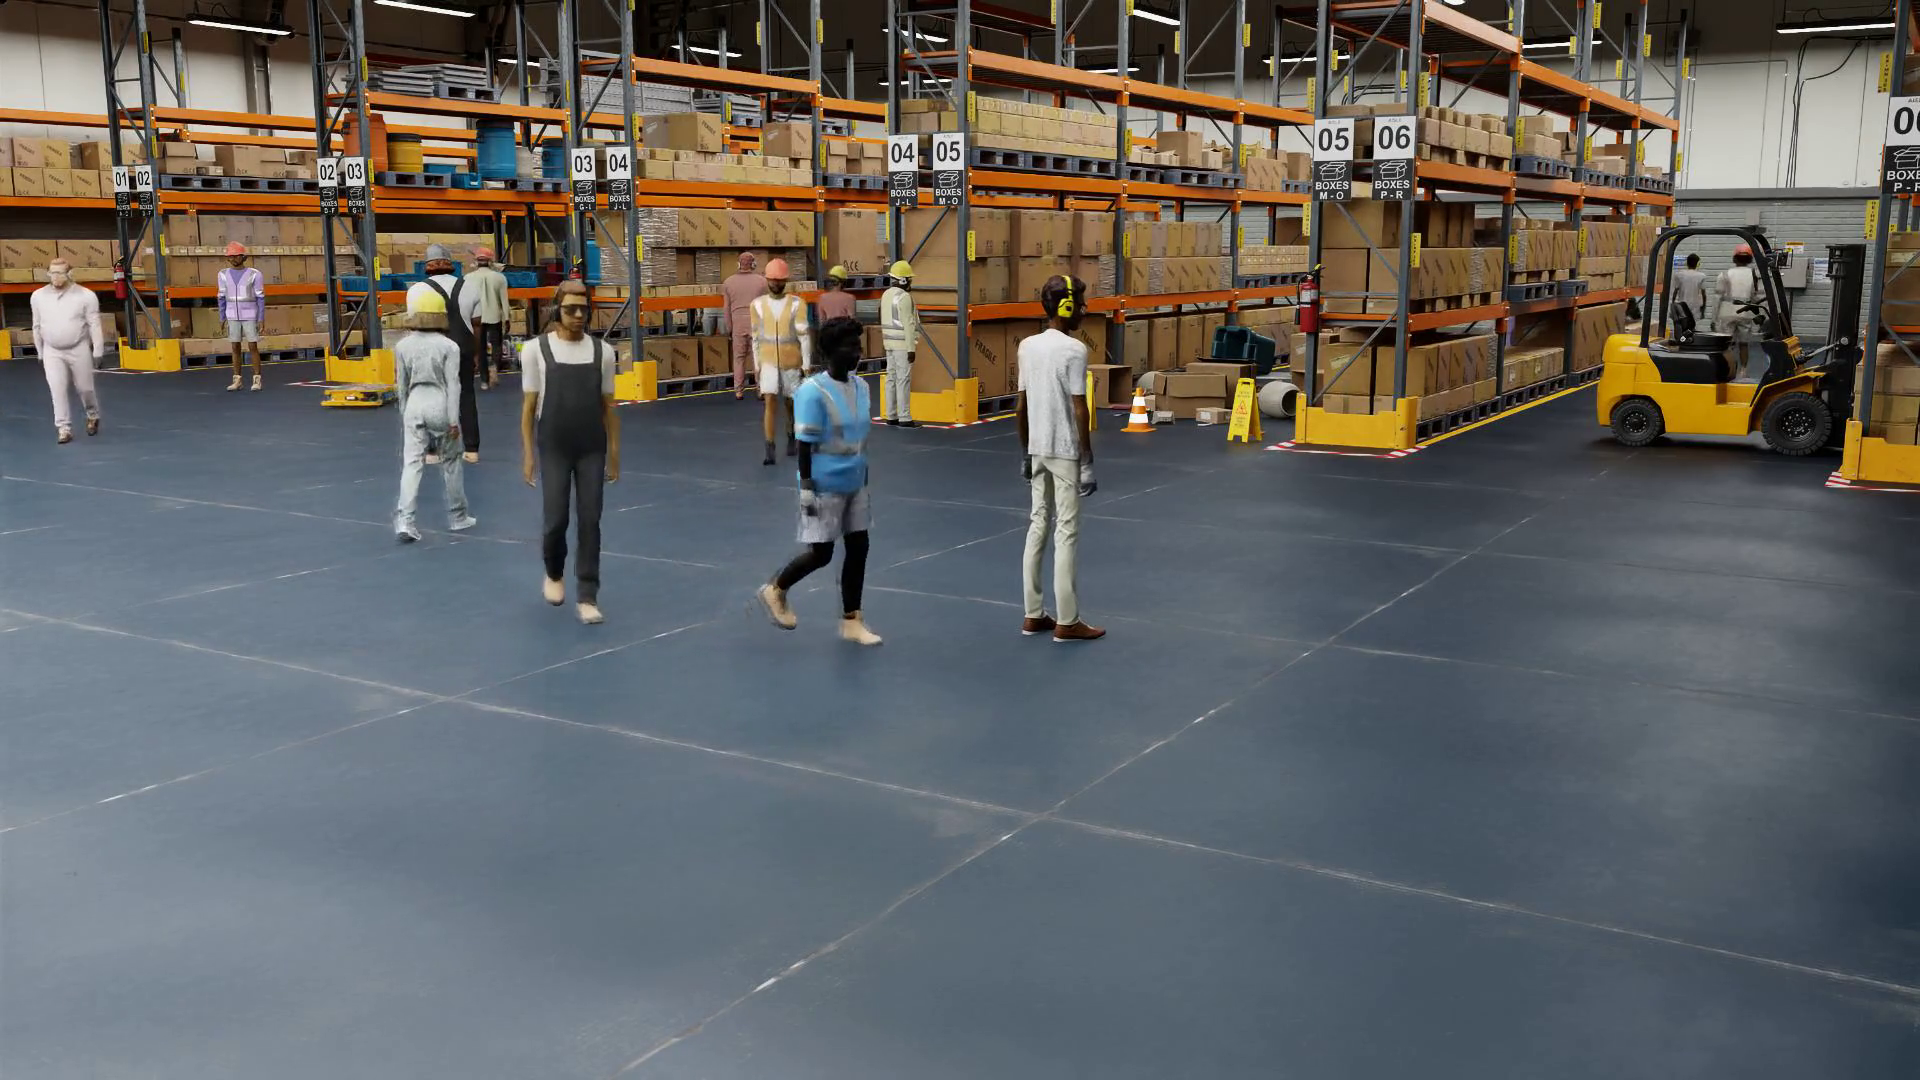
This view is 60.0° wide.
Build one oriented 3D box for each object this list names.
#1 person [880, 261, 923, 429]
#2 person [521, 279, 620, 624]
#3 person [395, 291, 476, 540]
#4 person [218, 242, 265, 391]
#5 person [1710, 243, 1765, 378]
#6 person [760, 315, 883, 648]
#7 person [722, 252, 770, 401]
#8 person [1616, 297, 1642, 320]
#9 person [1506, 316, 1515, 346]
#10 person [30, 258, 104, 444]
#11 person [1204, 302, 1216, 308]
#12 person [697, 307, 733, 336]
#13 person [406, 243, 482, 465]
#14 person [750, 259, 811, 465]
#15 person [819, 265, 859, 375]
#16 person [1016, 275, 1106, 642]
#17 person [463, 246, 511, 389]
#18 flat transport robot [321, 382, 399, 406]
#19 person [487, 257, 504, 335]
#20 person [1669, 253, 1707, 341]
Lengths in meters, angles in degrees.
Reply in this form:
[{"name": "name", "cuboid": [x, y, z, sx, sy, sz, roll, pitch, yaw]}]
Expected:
[{"name": "person", "cuboid": [-0.639, -2.124, 18.172, 0.404, 1.832, 0.594, -6, 12, -30]}, {"name": "person", "cuboid": [-2.086, -0.471, 8.901, 0.536, 1.834, 0.479, -5, 11, -27]}, {"name": "person", "cuboid": [-3.667, -0.862, 11.465, 0.503, 1.700, 0.887, 1, 10, 8]}, {"name": "person", "cuboid": [-9.837, -3.049, 22.763, 0.616, 2.041, 0.380, -1, 10, -3]}, {"name": "person", "cuboid": [10.751, -3.079, 22.999, 0.648, 2.019, 0.502, 4, 11, 19]}, {"name": "person", "cuboid": [-0.697, -0.290, 8.321, 0.567, 1.672, 0.557, 7, 12, 33]}, {"name": "person", "cuboid": [-2.715, -2.745, 21.437, 0.643, 1.909, 0.411, 1, 10, 5]}, {"name": "person", "cuboid": [12.503, -4.407, 30.863, 1.036, 1.864, 0.602, 10, 14, 43]}, {"name": "person", "cuboid": [9.293, -3.832, 27.525, 0.637, 1.911, 0.403, 4, 11, 21]}, {"name": "person", "cuboid": [-9.159, -1.957, 17.116, 0.651, 1.881, 0.857, -3, 11, -16]}, {"name": "person", "cuboid": [5.509, -5.215, 36.123, 0.776, 1.615, 0.523, 4, 11, 22]}, {"name": "person", "cuboid": [-3.701, -3.441, 25.294, 0.625, 1.931, 0.375, 0, 10, 1]}, {"name": "person", "cuboid": [-4.762, -1.715, 15.297, 0.683, 2.000, 0.536, -8, 13, -38]}, {"name": "person", "cuboid": [-1.670, -1.676, 15.542, 0.566, 1.890, 1.011, 0, 10, -1]}, {"name": "person", "cuboid": [-1.437, -2.392, 19.861, 0.544, 1.754, 0.364, 6, 12, 29]}, {"name": "person", "cuboid": [0.505, -0.414, 8.507, 0.328, 1.865, 0.517, -8, 13, -39]}, {"name": "person", "cuboid": [-6.576, -3.077, 23.091, 0.645, 1.976, 0.443, -3, 11, -15]}, {"name": "flat transport robot", "cuboid": [-7.496, -1.844, 20.972, 0.652, 0.197, 1.431, 0, 10, -2]}, {"name": "person", "cuboid": [-8.154, -4.038, 28.978, 0.619, 1.795, 0.763, 5, 11, 28]}, {"name": "person", "cuboid": [12.386, -3.936, 28.275, 0.576, 1.841, 0.759, 4, 11, 23]}]
